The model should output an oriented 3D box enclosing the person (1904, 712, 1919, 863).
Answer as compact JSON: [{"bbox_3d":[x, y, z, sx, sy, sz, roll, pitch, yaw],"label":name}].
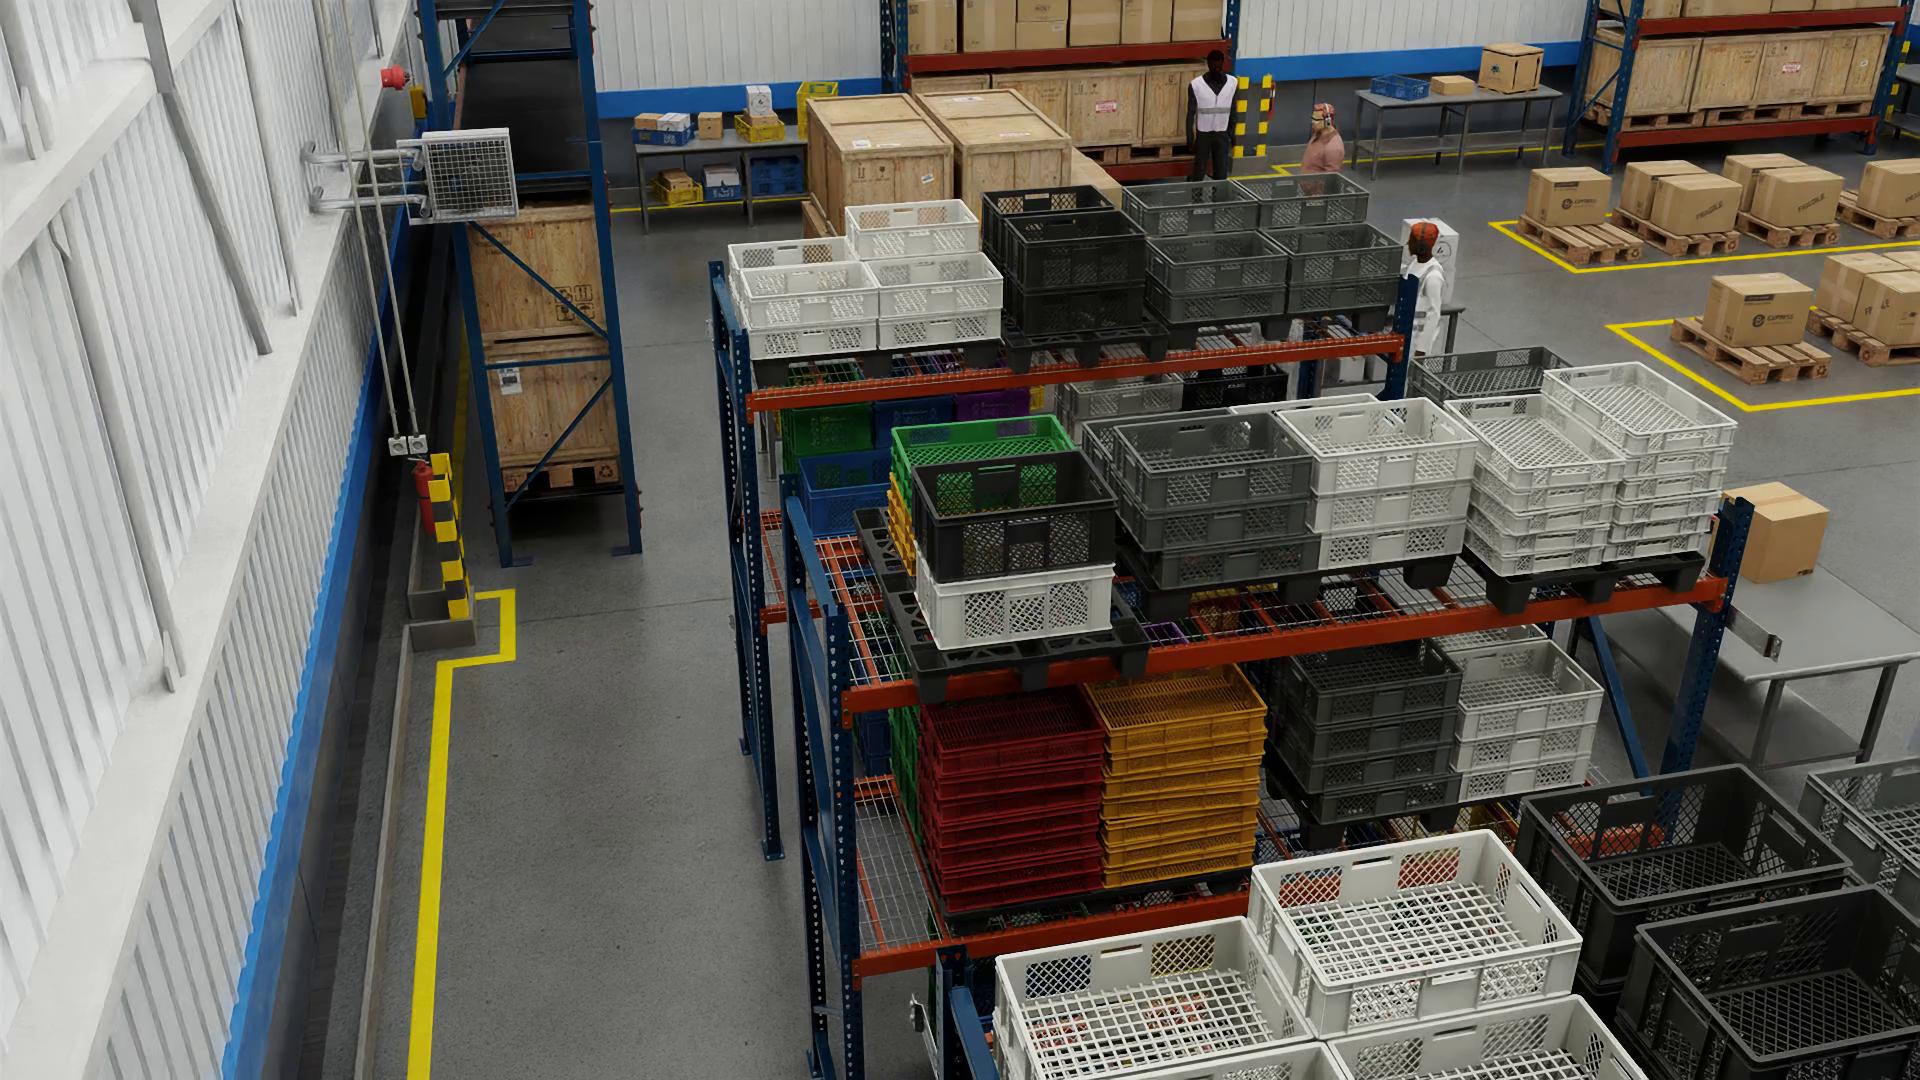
[{"bbox_3d":[4.918,1.203,8.098,0.620,1.813,0.888,25,37,39],"label":"person"}]

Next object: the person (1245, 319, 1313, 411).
[{"bbox_3d":[2.340,-1.048,12.393,0.535,1.805,0.978,7,29,12],"label":"person"}]

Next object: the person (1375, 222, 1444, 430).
[{"bbox_3d":[3.678,-1.657,13.445,0.362,1.883,0.576,0,28,0],"label":"person"}]

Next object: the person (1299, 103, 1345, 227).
[{"bbox_3d":[3.626,-3.480,16.894,0.401,1.900,0.647,-1,28,-2],"label":"person"}]

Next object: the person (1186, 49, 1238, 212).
[{"bbox_3d":[2.889,-4.703,19.201,0.599,1.907,0.400,-6,28,-10],"label":"person"}]
